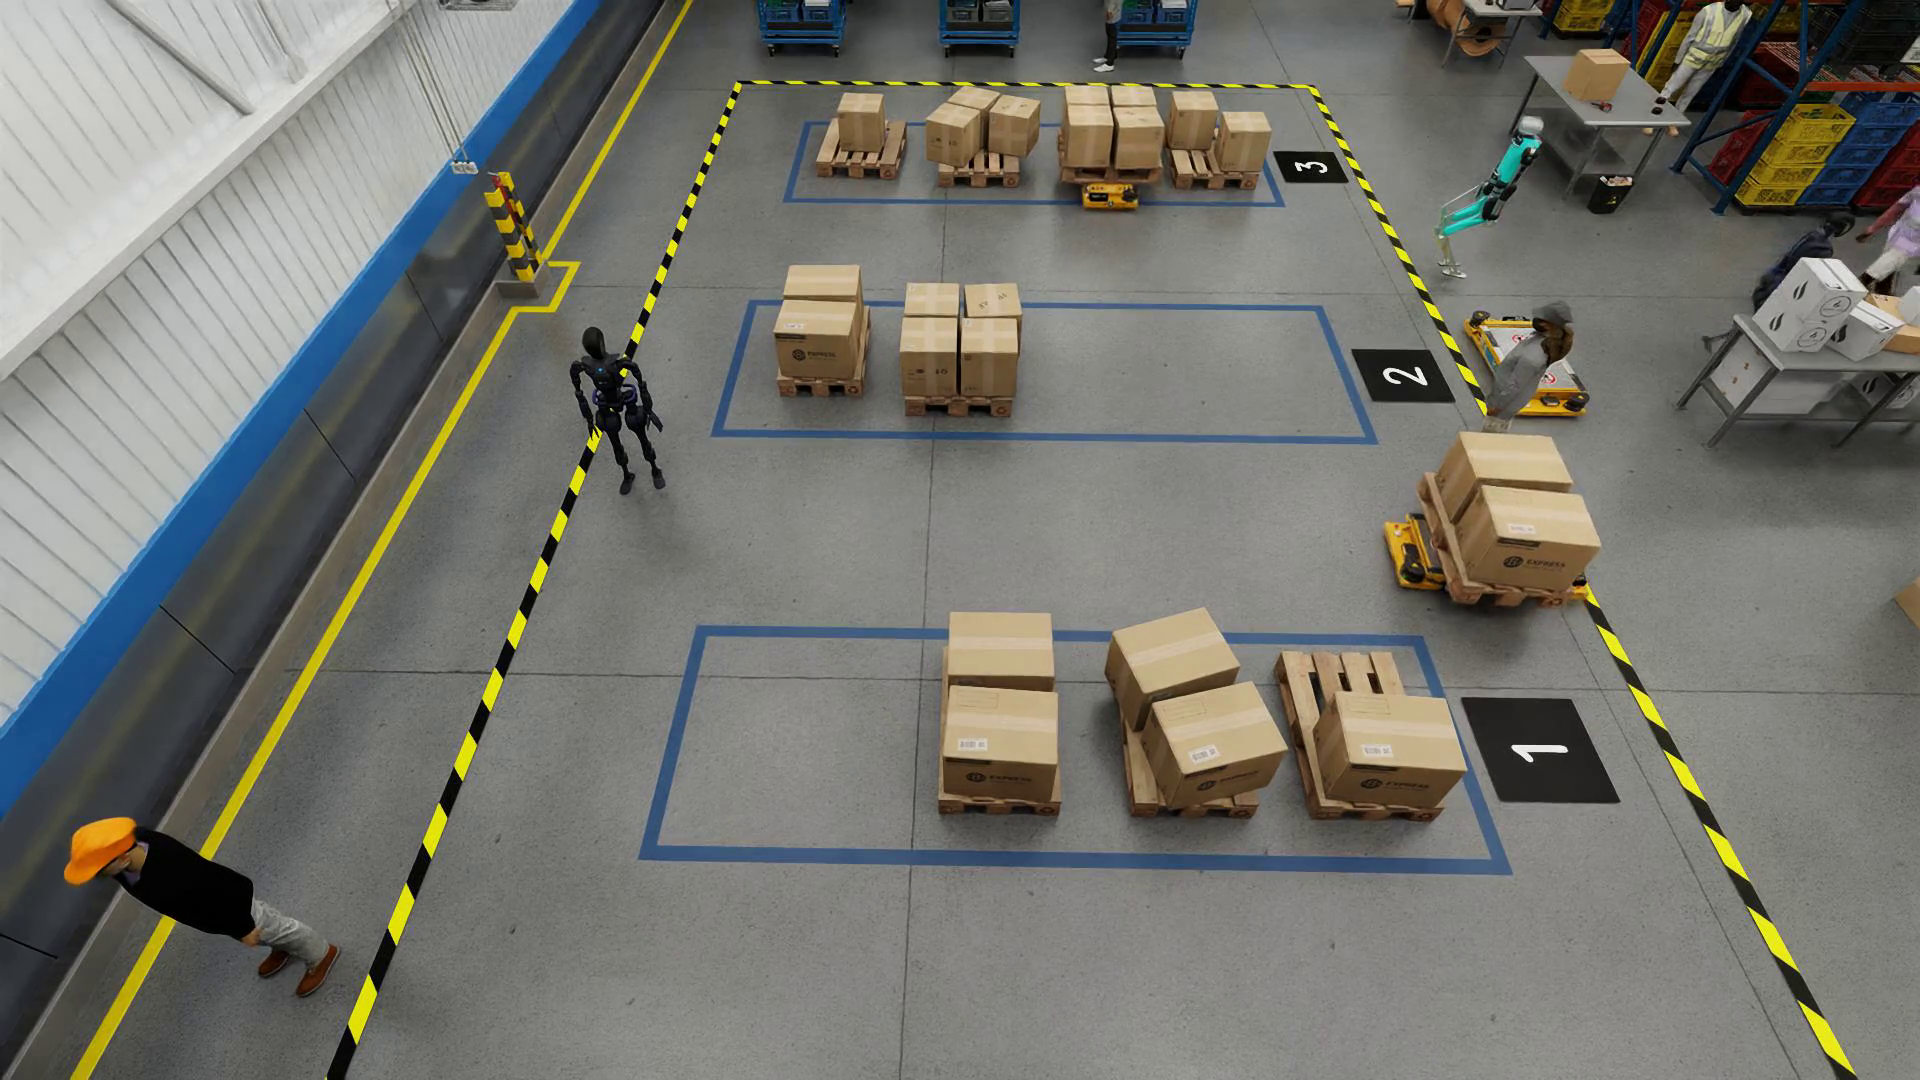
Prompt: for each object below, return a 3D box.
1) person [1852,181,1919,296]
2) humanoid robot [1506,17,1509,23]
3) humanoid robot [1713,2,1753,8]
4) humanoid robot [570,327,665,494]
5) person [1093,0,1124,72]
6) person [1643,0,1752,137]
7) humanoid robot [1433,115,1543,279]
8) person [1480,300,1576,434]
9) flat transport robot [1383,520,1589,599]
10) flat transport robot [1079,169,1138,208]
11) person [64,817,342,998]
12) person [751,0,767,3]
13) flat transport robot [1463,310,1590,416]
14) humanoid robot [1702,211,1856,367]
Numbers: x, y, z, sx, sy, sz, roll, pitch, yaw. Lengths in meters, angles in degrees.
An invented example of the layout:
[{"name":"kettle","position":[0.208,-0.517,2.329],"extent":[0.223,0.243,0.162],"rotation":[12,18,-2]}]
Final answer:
[{"name":"person","position":[9.138,-2.916,8.927],"extent":[1.094,1.981,0.623],"rotation":[4,49,3]},{"name":"humanoid robot","position":[8.583,-8.695,14.149],"extent":[0.600,1.624,0.771],"rotation":[20,52,16]},{"name":"humanoid robot","position":[11.202,-7.889,13.301],"extent":[0.735,1.677,0.533],"rotation":[-32,56,-25]},{"name":"humanoid robot","position":[-2.773,-1.040,7.493],"extent":[0.599,1.656,0.315],"rotation":[-8,50,-7]},{"name":"person","position":[2.165,-7.754,13.200],"extent":[0.396,1.850,0.588],"rotation":[6,49,6]},{"name":"person","position":[9.553,-6.170,11.833],"extent":[0.624,1.843,0.429],"rotation":[7,50,6]},{"name":"humanoid robot","position":[5.367,-3.567,9.563],"extent":[0.735,1.673,0.533],"rotation":[8,50,7]},{"name":"person","position":[4.572,-1.206,7.583],"extent":[0.398,1.769,0.572],"rotation":[34,57,26]},{"name":"flat transport robot","position":[4.247,0.118,7.412],"extent":[1.431,0.197,0.652],"rotation":[4,49,3]},{"name":"flat transport robot","position":[1.837,-4.631,11.523],"extent":[0.652,0.197,1.431],"rotation":[1,49,1]},{"name":"person","position":[-3.909,1.922,4.802],"extent":[0.585,1.885,0.362],"rotation":[18,52,15]},{"name":"person","position":[-3.380,-9.866,14.952],"extent":[0.607,1.963,0.364],"rotation":[9,50,8]},{"name":"flat transport robot","position":[5.573,-1.757,9.054],"extent":[0.659,0.231,1.431],"rotation":[1,49,1]},{"name":"humanoid robot","position":[7.617,-2.320,8.606],"extent":[0.427,1.643,0.614],"rotation":[13,50,11]}]
